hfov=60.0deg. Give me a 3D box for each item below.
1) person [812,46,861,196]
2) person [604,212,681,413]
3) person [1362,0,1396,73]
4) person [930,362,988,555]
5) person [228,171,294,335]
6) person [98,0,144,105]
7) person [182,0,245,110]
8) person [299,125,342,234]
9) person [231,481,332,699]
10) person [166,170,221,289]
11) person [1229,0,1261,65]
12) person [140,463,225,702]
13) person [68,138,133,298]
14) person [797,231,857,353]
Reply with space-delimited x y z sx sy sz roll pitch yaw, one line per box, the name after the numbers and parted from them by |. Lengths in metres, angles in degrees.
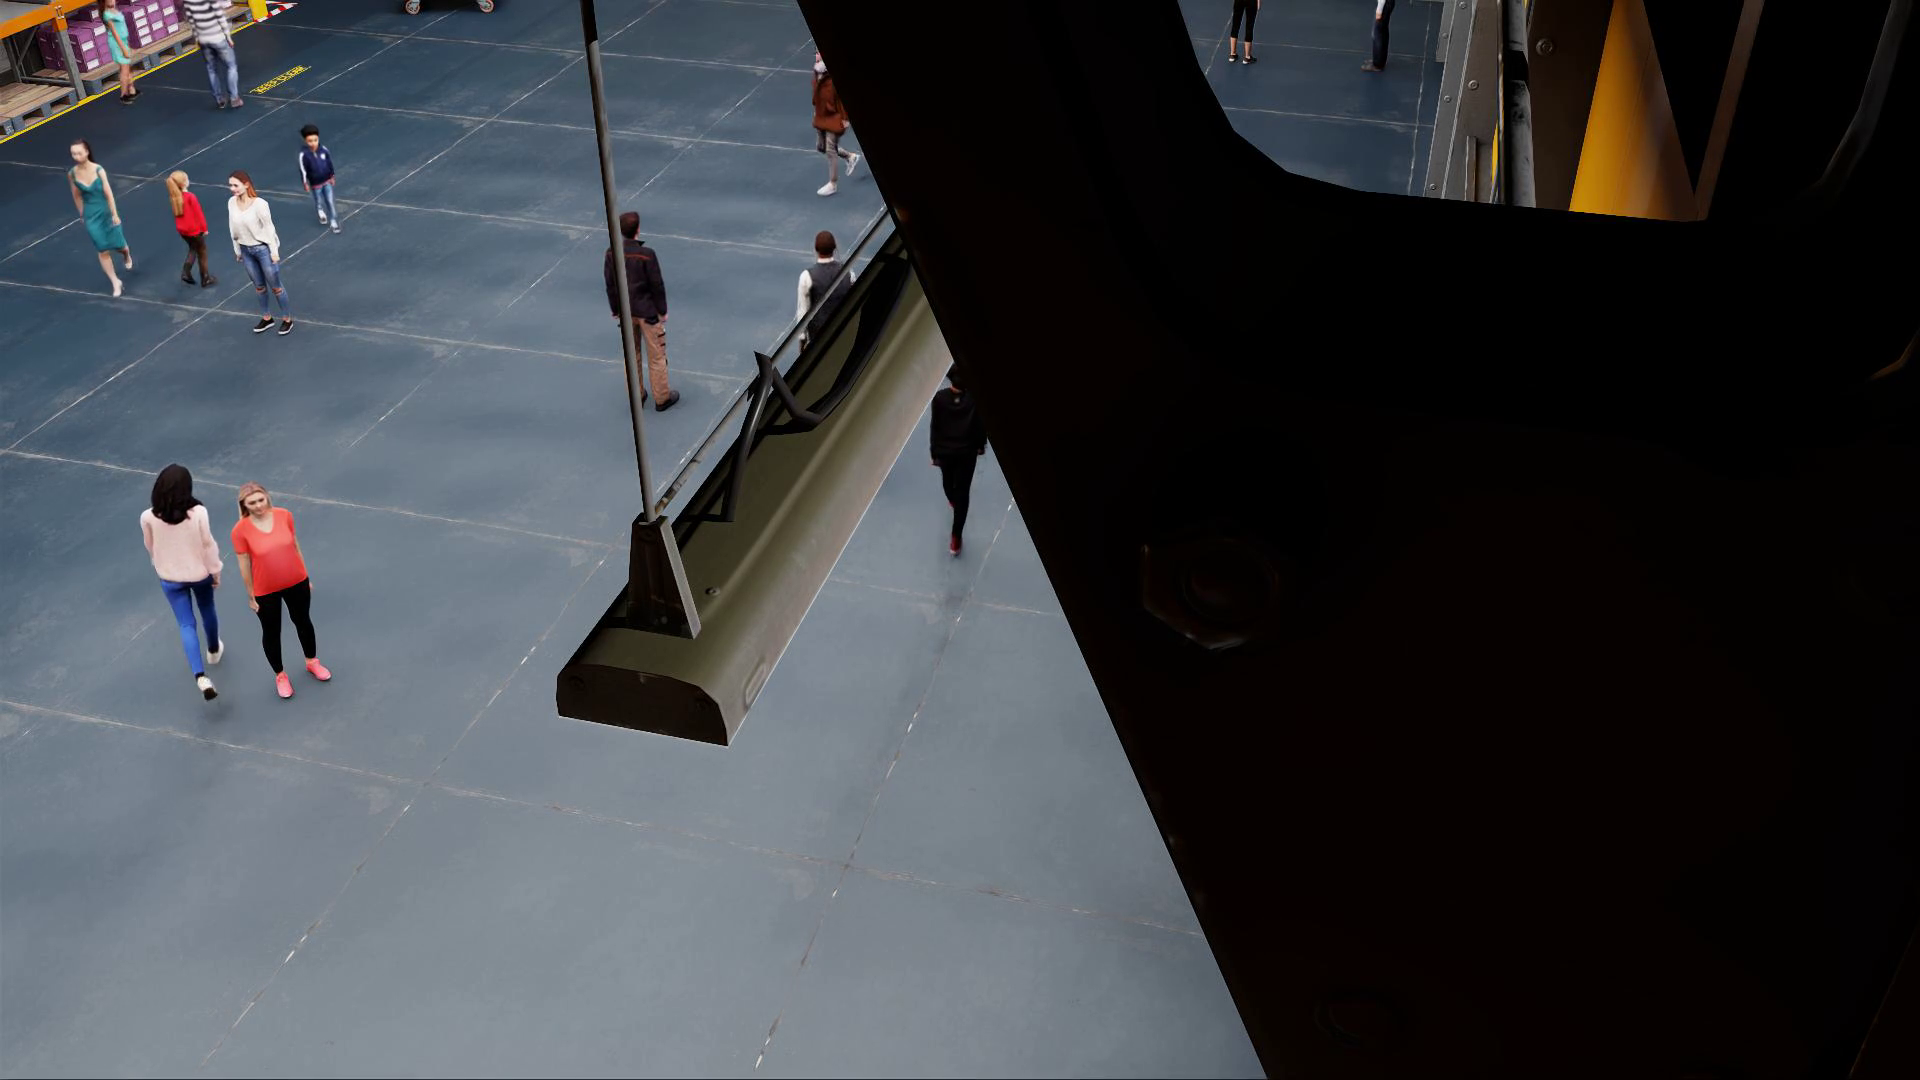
-1.464 -5.012 19.648 1.101 1.818 0.992 -27 42 -34 | person
-2.919 -2.075 15.132 0.710 1.925 0.594 6 34 9 | person
5.985 -7.556 23.477 0.729 1.816 0.529 12 36 18 | person
-0.019 -0.654 13.257 0.723 1.634 1.128 3 34 4 | person
-6.969 -2.858 16.522 0.622 1.692 0.541 7 34 11 | person
-11.354 -6.704 22.447 0.833 1.538 0.735 -23 40 -30 | person
-9.931 -6.650 22.088 0.717 1.845 0.652 2 34 3 | person
-7.282 -4.123 18.858 0.840 1.212 0.892 -18 38 -25 | person
-4.812 0.320 11.739 0.636 1.693 0.738 -27 42 -34 | person
-8.118 -3.236 17.470 0.542 1.272 0.640 14 36 21 | person
4.085 -7.724 23.811 0.637 1.726 0.632 22 39 29 | person
-5.441 0.328 11.696 1.006 1.727 1.193 -11 35 -16 | person
-8.917 -3.378 17.325 0.757 1.669 0.902 -5 34 -8 | person
-1.143 -1.775 14.717 1.134 1.885 1.338 -10 35 -15 | person
